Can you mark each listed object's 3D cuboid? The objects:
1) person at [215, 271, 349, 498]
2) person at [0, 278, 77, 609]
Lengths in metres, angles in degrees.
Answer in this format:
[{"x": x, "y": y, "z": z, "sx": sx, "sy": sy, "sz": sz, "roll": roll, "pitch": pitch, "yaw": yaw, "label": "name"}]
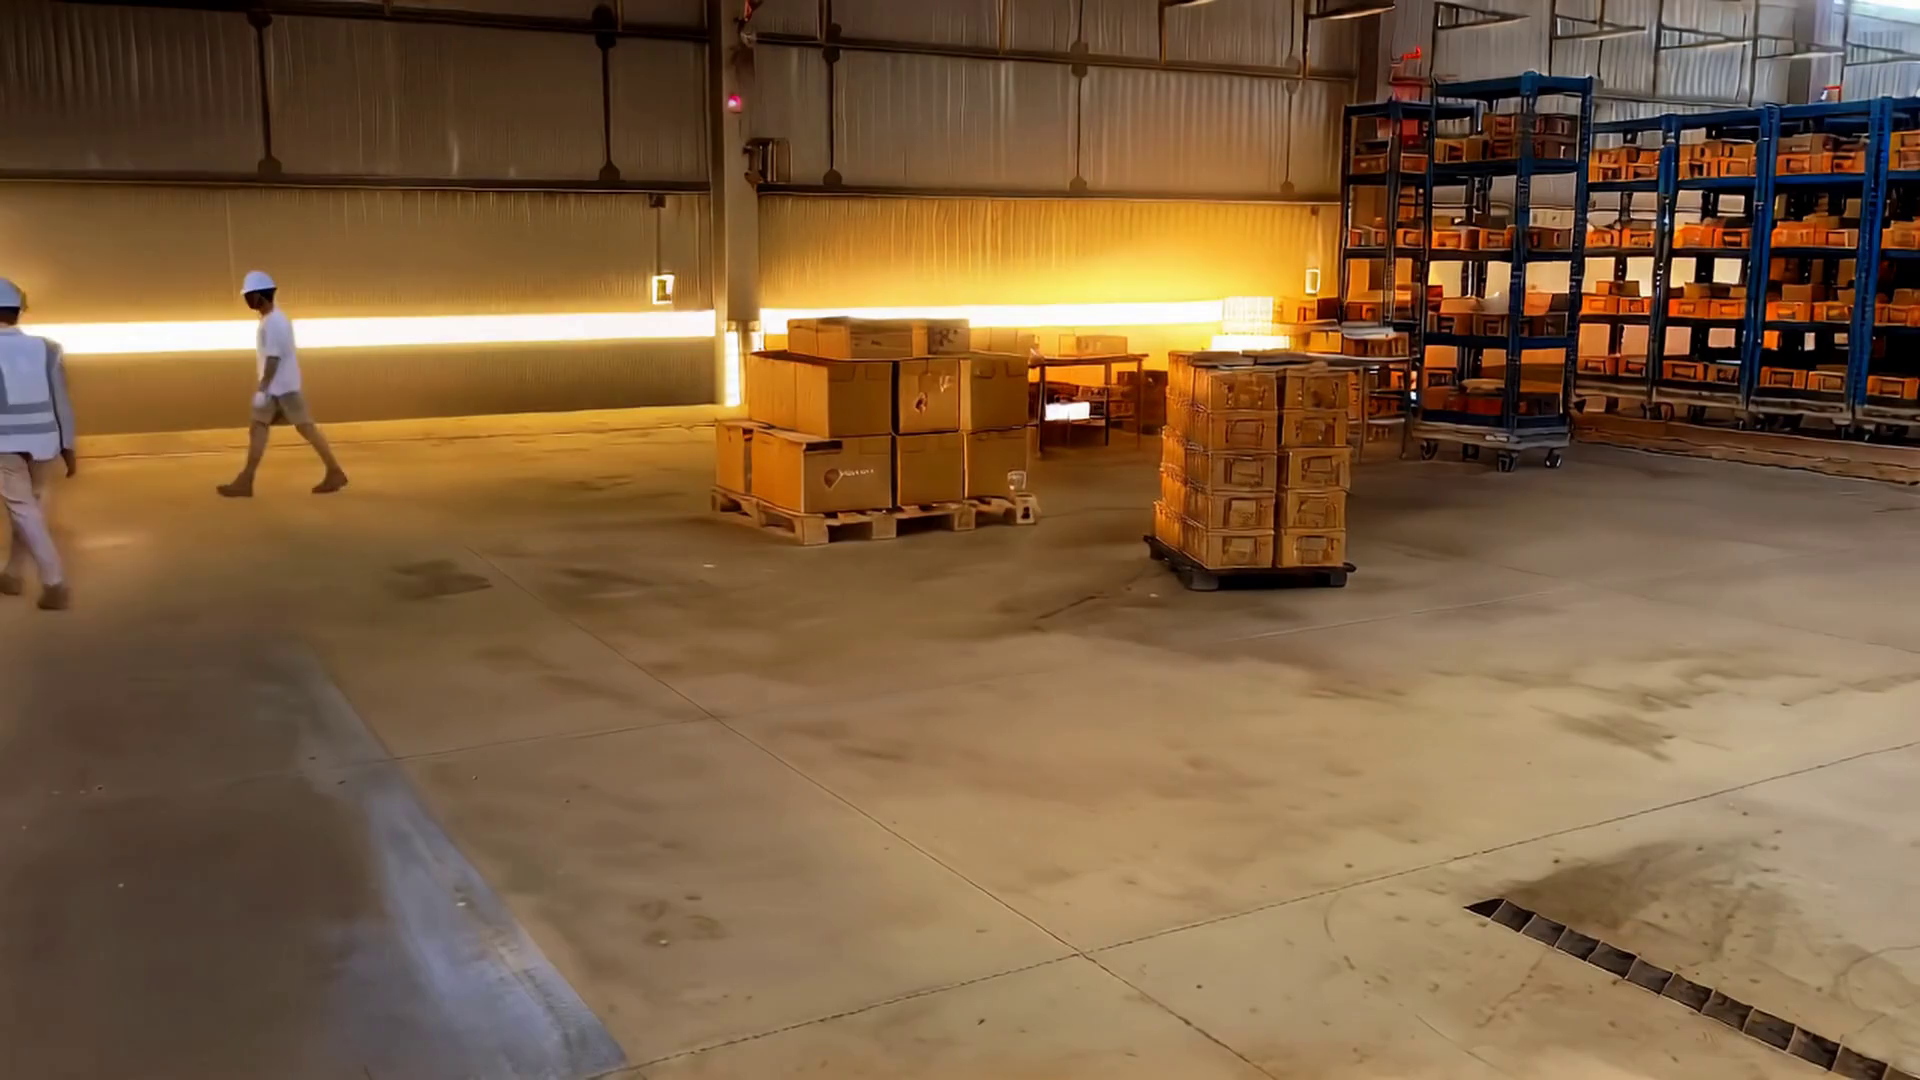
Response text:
[{"x": -5.650, "y": -1.288, "z": 13.824, "sx": 1.042, "sy": 1.883, "sz": 0.549, "roll": -8, "pitch": 13, "yaw": -38, "label": "person"}, {"x": -5.466, "y": -0.555, "z": 9.615, "sx": 0.984, "sy": 1.900, "sz": 0.623, "roll": 6, "pitch": 12, "yaw": 30, "label": "person"}]
